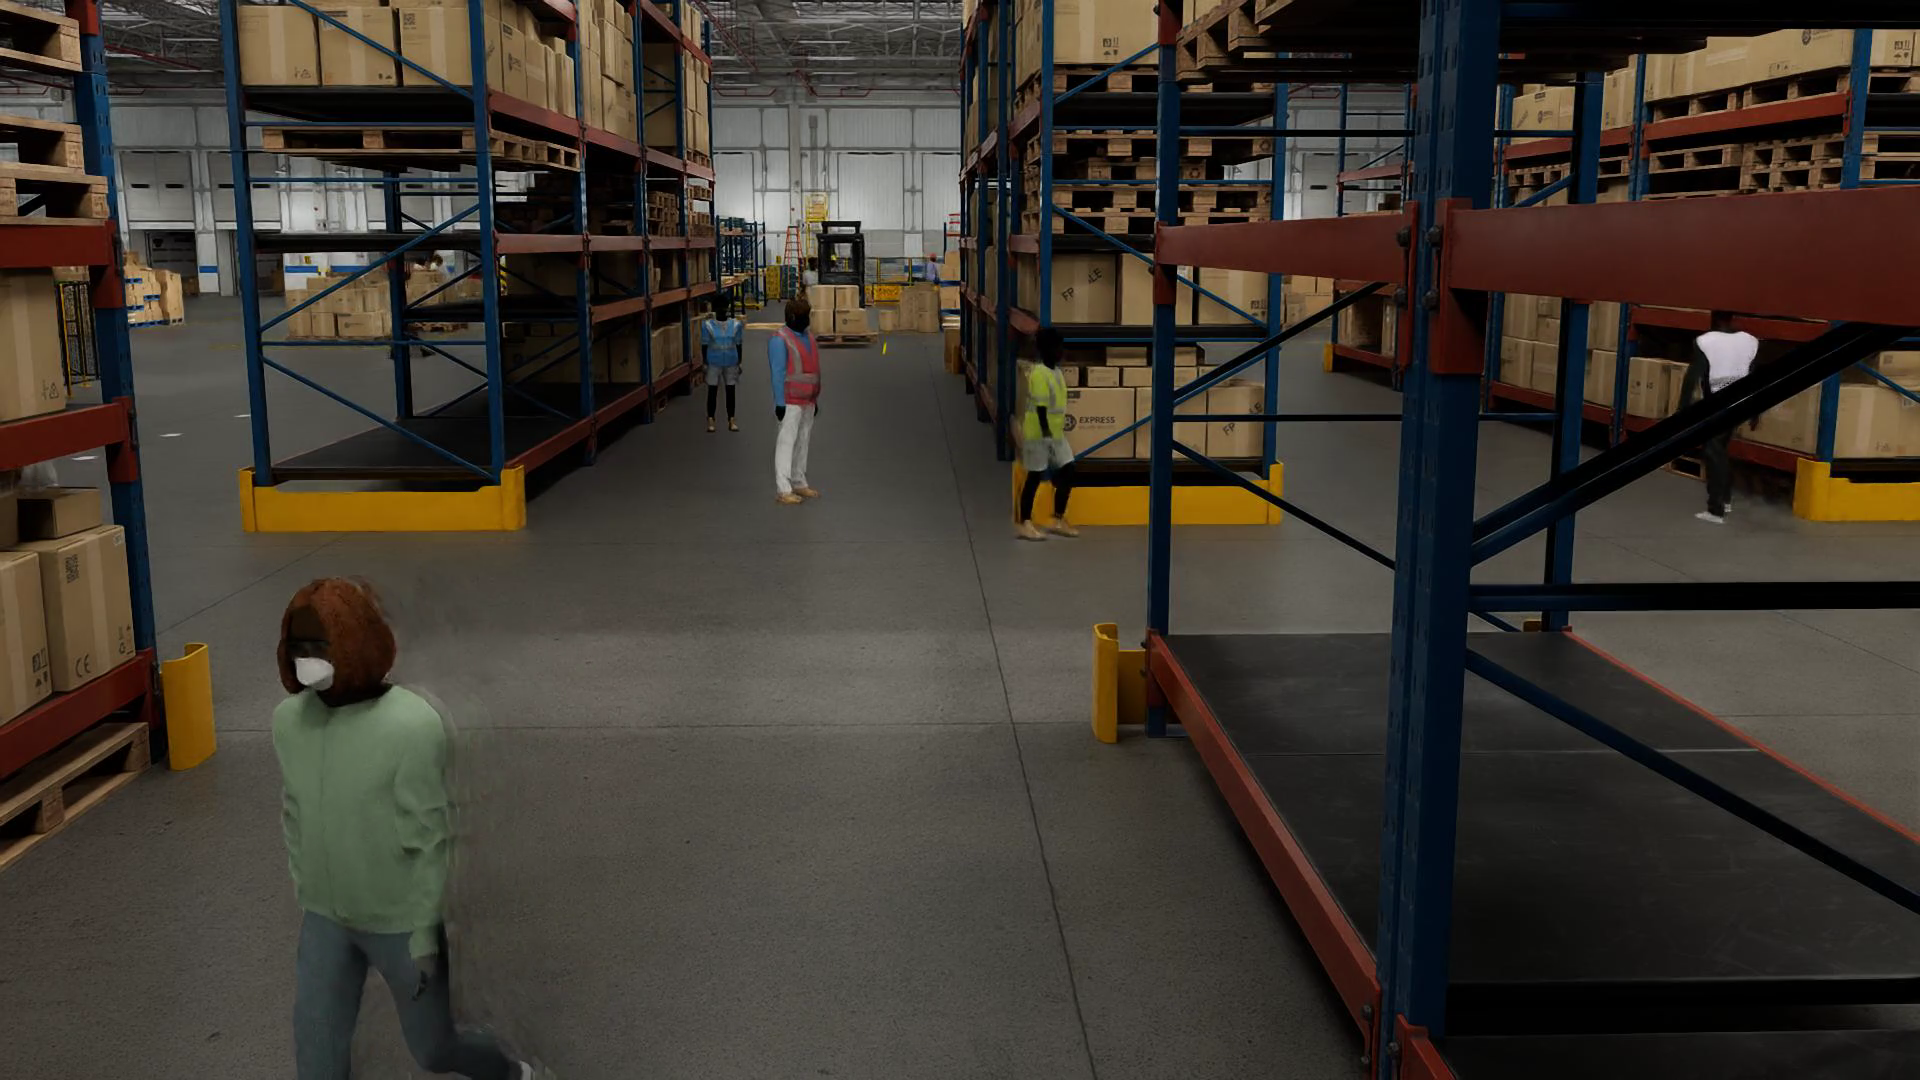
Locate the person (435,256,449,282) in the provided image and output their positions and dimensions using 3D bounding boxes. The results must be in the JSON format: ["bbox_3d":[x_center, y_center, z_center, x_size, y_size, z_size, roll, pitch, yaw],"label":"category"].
[{"bbox_3d":[-15.029,-7.227,48.069,0.751,1.910,0.642,-1,10,-7],"label":"person"}]

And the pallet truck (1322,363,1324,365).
[{"bbox_3d":[7.712,-4.157,30.737,1.885,1.965,0.823,3,11,16],"label":"pallet truck"}]

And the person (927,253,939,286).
[{"bbox_3d":[-1.115,-10.142,64.399,0.983,1.897,0.547,-6,12,-29],"label":"person"}]

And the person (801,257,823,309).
[{"bbox_3d":[-3.904,-6.545,44.172,0.654,1.943,0.595,1,10,8],"label":"person"}]

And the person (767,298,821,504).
[{"bbox_3d":[-1.469,-1.256,15.020,0.429,1.839,0.634,5,11,26],"label":"person"}]

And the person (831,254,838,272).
[{"bbox_3d":[-4.199,-8.444,54.820,0.382,1.924,0.594,7,12,34],"label":"person"}]

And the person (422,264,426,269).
[{"bbox_3d":[-20.289,-9.759,62.786,0.318,1.694,0.540,0,10,2],"label":"person"}]

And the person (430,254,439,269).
[{"bbox_3d":[-17.029,-8.326,54.166,0.372,1.933,0.622,-7,12,-35],"label":"person"}]

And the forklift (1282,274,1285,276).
[{"bbox_3d":[12.240,-10.302,62.509,1.129,2.768,1.873,0,10,-2],"label":"forklift"}]

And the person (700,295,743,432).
[{"bbox_3d":[-2.932,-2.174,20.528,0.535,1.697,0.322,-3,11,-17],"label":"person"}]

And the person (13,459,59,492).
[{"bbox_3d":[-6.454,-0.602,11.238,0.937,1.900,0.658,-4,11,-22],"label":"person"}]

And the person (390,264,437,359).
[{"bbox_3d":[-10.994,-4.556,33.256,0.975,1.889,0.554,0,10,-2],"label":"person"}]

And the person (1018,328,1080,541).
[{"bbox_3d":[0.722,-0.808,12.988,0.592,1.679,0.546,5,12,28],"label":"person"}]

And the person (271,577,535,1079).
[{"bbox_3d":[-1.337,0.858,3.894,0.510,1.606,0.752,4,11,20],"label":"person"}]

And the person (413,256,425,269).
[{"bbox_3d":[-19.056,-9.067,58.579,0.628,1.824,0.642,0,10,-1],"label":"person"}]

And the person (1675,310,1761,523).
[{"bbox_3d":[6.377,-1.102,14.013,0.628,1.895,0.562,-3,11,-17],"label":"person"}]

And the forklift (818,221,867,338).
[{"bbox_3d":[-2.794,-6.156,39.416,1.129,2.768,1.873,0,10,-2],"label":"forklift"}]
